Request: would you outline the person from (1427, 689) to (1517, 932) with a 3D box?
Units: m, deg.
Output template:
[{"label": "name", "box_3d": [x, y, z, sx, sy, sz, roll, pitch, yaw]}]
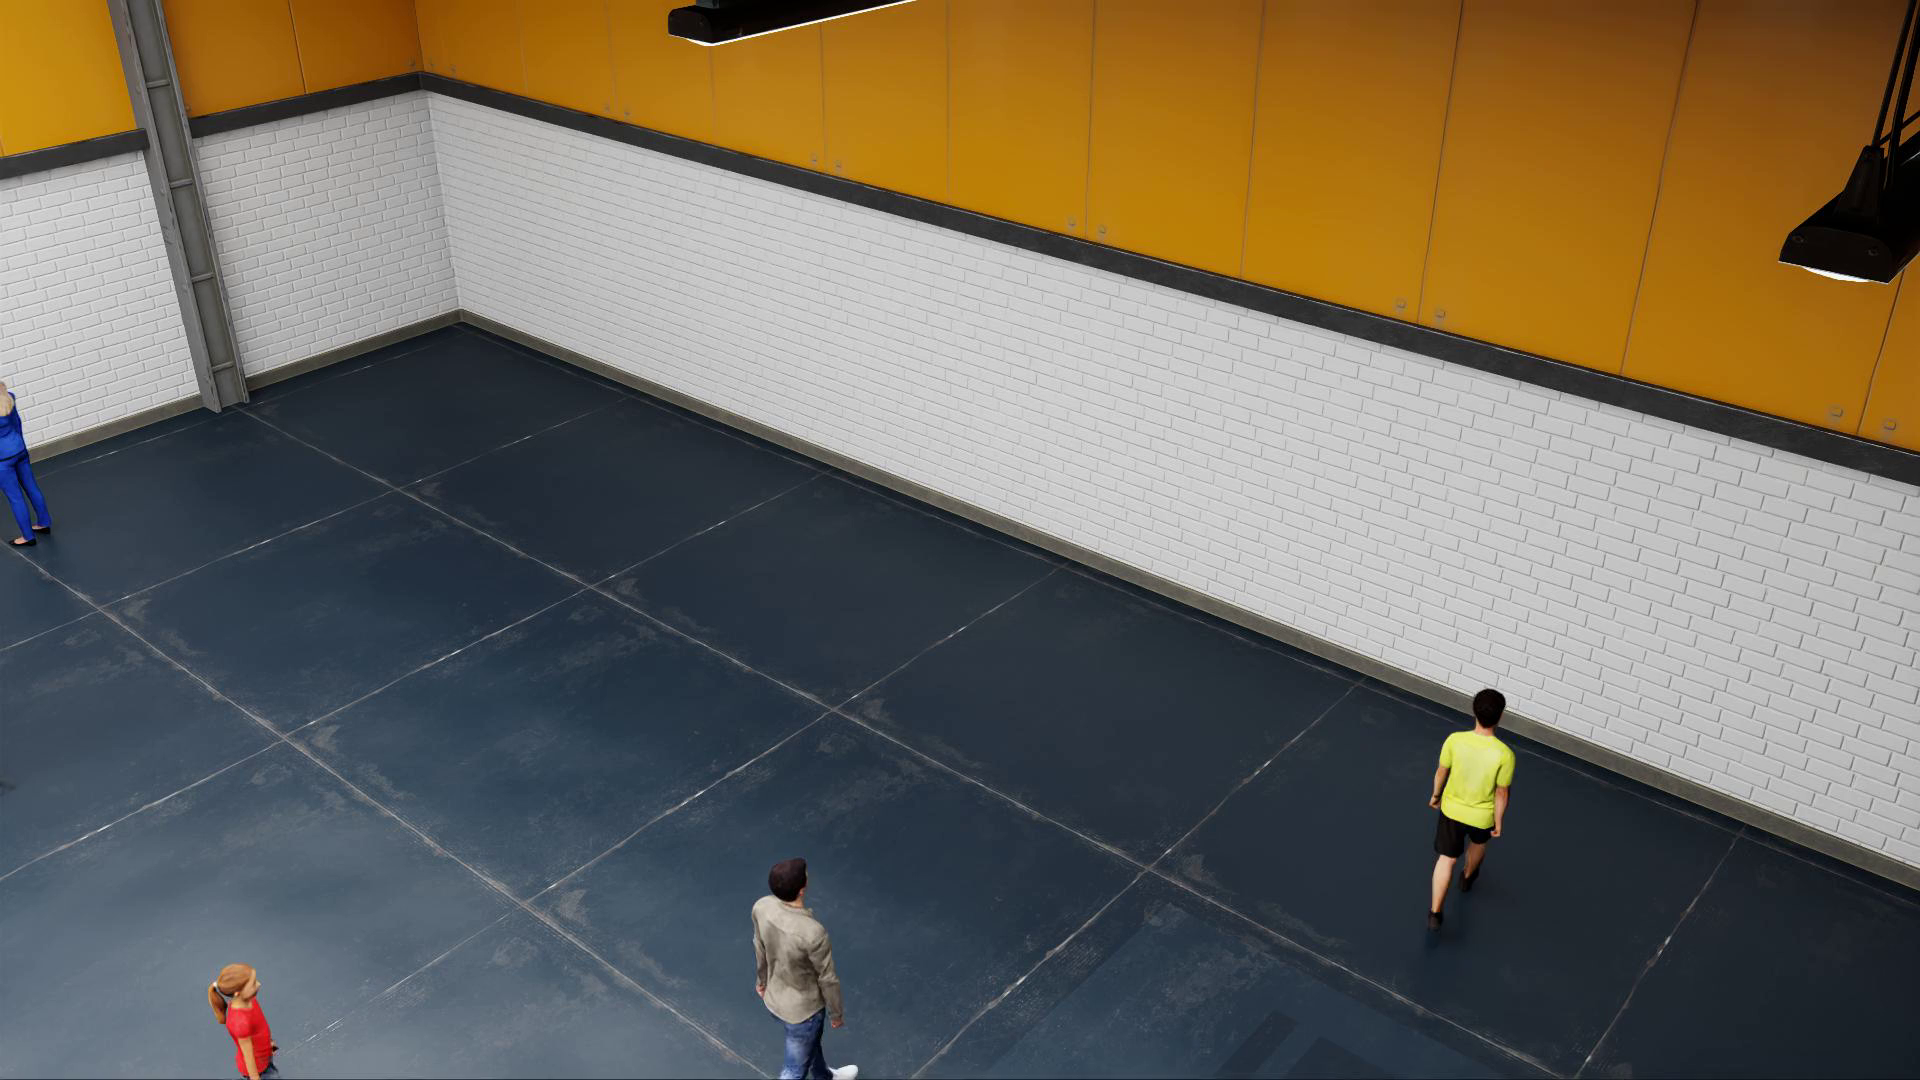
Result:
[{"label": "person", "box_3d": [3.242, 1.757, 10.636, 0.811, 1.672, 1.162, 14, 31, 23]}]

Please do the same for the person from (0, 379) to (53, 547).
[{"label": "person", "box_3d": [-8.694, -0.761, 15.223, 0.763, 1.701, 0.654, 5, 29, 9]}]

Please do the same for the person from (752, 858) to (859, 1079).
[{"label": "person", "box_3d": [-0.951, 2.544, 9.001, 0.734, 1.856, 1.147, 24, 37, 37]}]

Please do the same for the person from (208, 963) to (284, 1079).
[{"label": "person", "box_3d": [-3.883, 2.844, 9.029, 0.653, 1.302, 0.599, -8, 30, -15]}]
